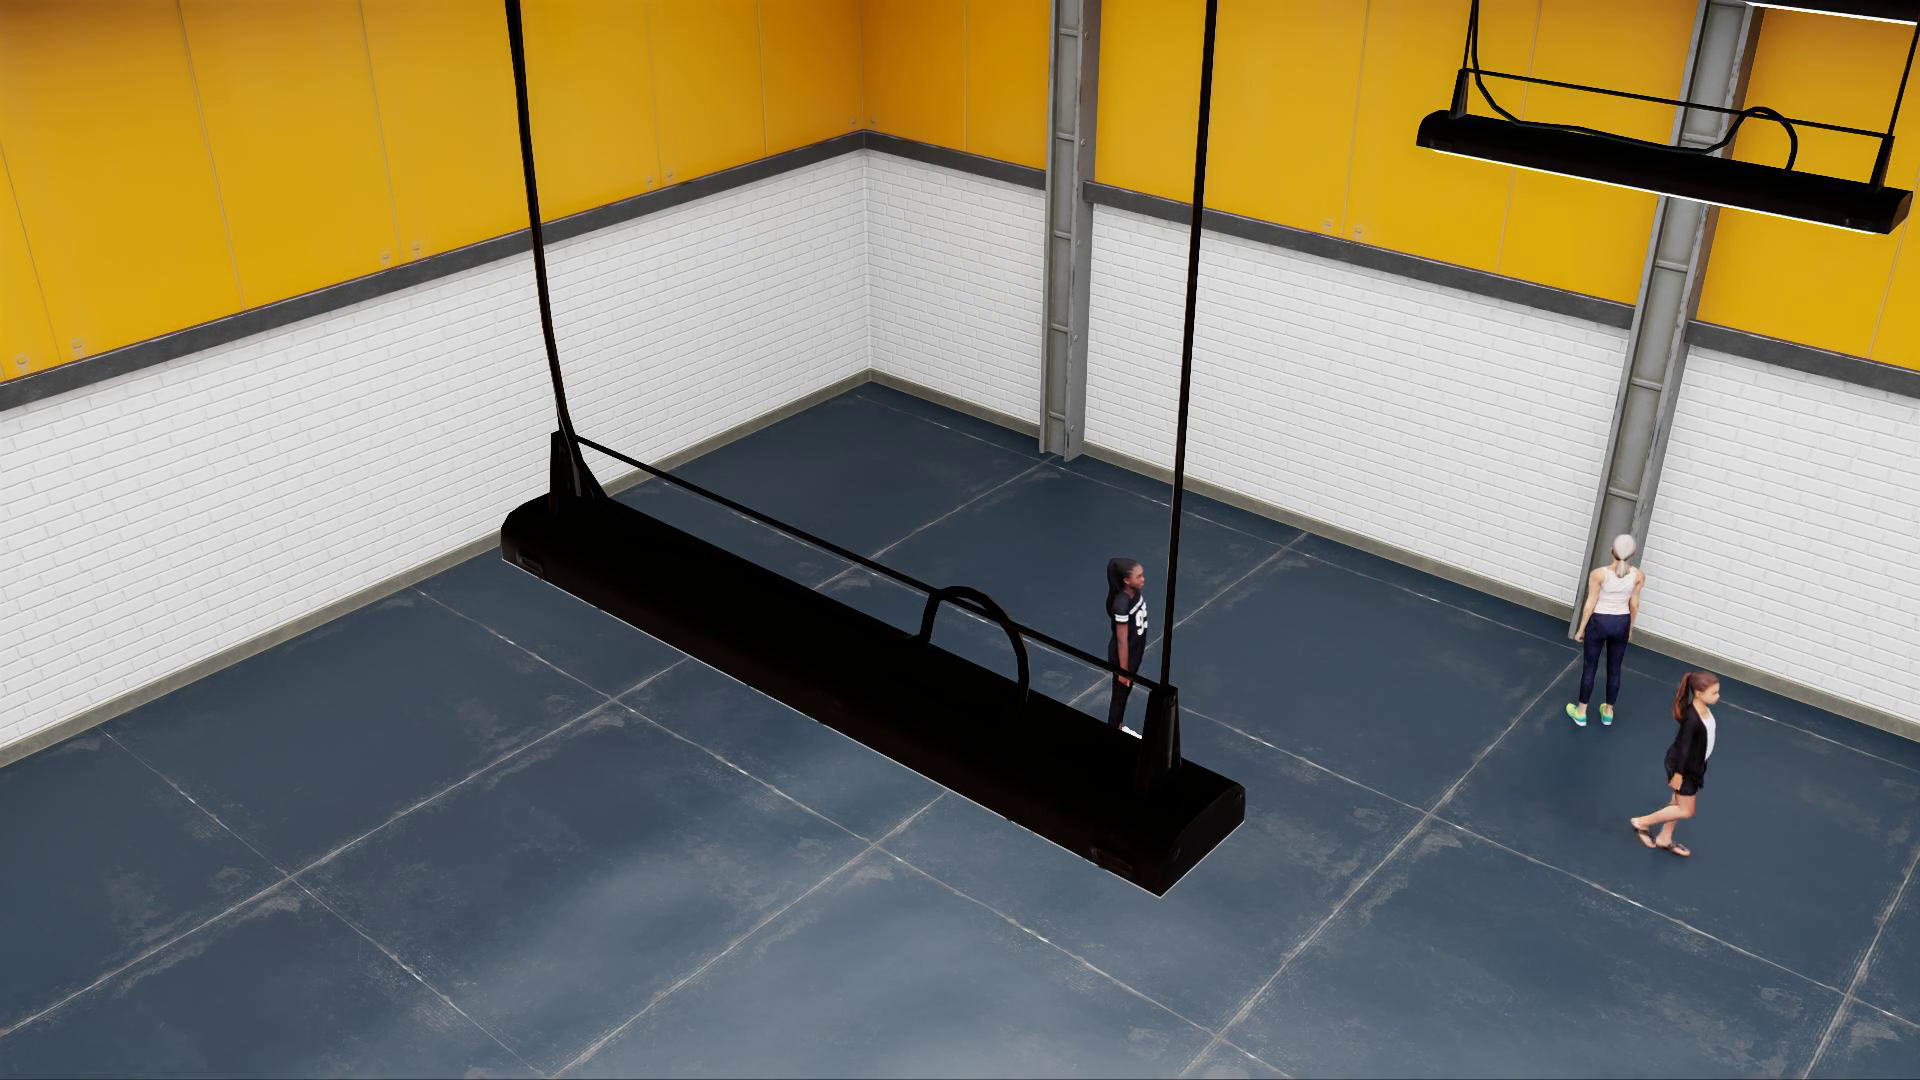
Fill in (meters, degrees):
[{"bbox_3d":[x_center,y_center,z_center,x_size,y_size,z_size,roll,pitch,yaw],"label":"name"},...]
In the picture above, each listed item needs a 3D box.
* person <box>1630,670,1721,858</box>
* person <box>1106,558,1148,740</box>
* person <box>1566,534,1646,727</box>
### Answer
[{"bbox_3d":[5.169,1.586,12.024,0.687,1.548,0.572,18,33,29],"label":"person"},{"bbox_3d":[1.305,0.910,13.075,0.705,1.729,0.700,8,30,14],"label":"person"},{"bbox_3d":[5.230,0.728,13.438,0.667,1.700,0.750,1,29,1],"label":"person"}]
